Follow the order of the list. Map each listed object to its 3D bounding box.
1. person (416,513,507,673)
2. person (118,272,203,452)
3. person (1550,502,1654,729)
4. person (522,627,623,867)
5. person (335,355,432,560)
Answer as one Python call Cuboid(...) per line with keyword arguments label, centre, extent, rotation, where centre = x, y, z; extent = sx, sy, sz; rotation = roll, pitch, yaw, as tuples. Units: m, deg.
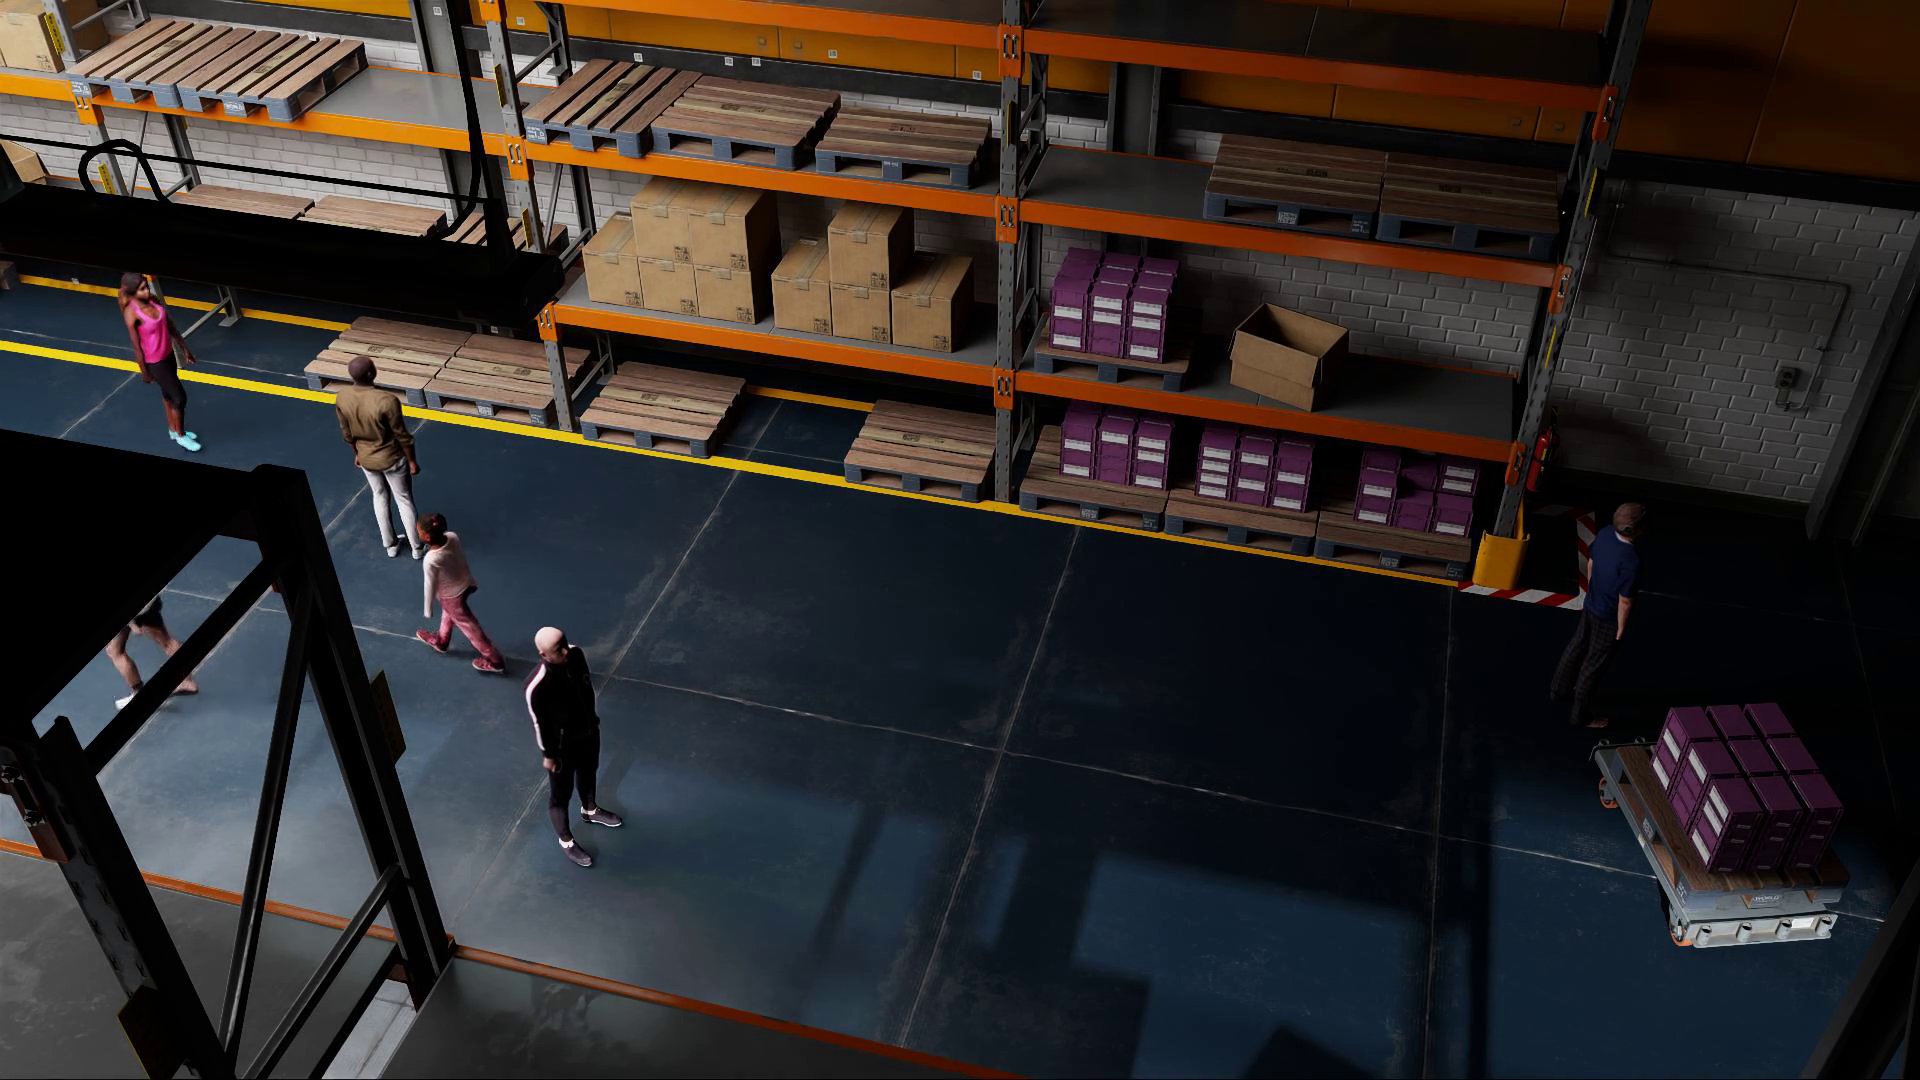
Cuboid(label="person", centre=(-3.585, 0.399, 11.973), extent=(0.963, 1.407, 0.561), rotation=(9, 40, 11))
Cuboid(label="person", centre=(-6.898, -1.550, 14.173), extent=(0.638, 1.708, 0.586), rotation=(6, 39, 8))
Cuboid(label="person", centre=(4.453, 0.494, 11.483), extent=(0.707, 1.872, 0.736), rotation=(-7, 39, -9))
Cuboid(label="person", centre=(-2.494, 1.254, 10.559), extent=(0.627, 1.837, 0.709), rotation=(16, 41, 19))
Cuboid(label="person", centre=(-4.481, -0.636, 12.935), extent=(0.495, 1.825, 0.773), rotation=(9, 39, 11))
